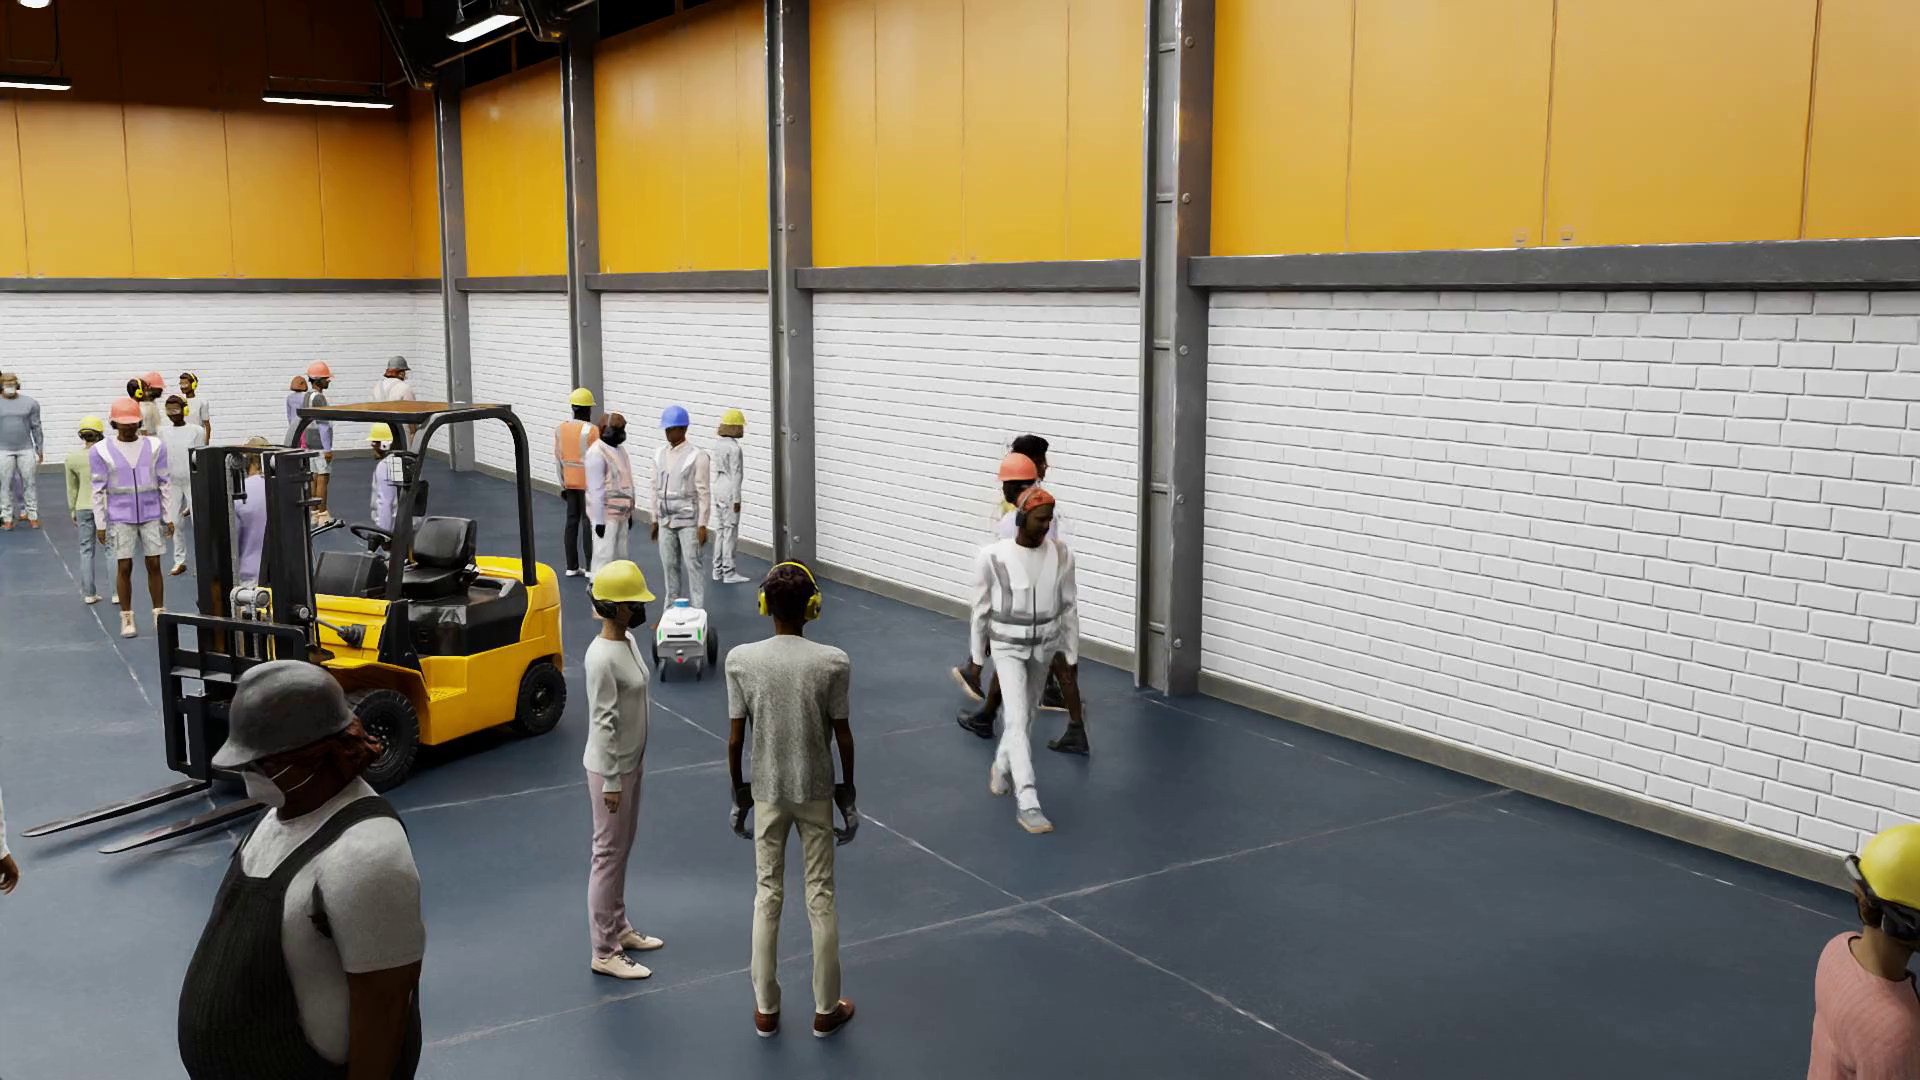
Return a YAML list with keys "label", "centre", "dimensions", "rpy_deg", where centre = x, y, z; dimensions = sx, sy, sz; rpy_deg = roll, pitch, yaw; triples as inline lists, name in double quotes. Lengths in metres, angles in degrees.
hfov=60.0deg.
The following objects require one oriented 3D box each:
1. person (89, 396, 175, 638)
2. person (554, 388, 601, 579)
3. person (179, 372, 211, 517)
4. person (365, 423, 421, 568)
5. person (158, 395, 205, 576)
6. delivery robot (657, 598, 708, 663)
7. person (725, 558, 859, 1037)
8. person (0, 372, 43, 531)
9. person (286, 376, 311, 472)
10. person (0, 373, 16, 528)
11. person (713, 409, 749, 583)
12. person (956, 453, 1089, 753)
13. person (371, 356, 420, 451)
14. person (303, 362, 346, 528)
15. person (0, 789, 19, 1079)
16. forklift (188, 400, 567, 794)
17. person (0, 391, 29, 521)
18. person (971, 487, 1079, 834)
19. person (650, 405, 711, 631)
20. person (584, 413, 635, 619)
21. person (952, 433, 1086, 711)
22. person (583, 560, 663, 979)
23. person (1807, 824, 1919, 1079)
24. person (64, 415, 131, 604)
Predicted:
- label: "person"
  centre: [-6.909, -0.190, 13.929]
  dimensions: [0.613, 2.033, 0.411]
  rpy_deg: [-6, 11, -37]
- label: "person"
  centre: [-3.815, -0.569, 16.820]
  dimensions: [0.593, 1.926, 0.366]
  rpy_deg: [5, 10, 29]
- label: "person"
  centre: [-9.863, -1.213, 21.368]
  dimensions: [0.510, 1.867, 0.329]
  rpy_deg: [3, 9, 18]
- label: "person"
  centre: [-4.826, -0.121, 14.208]
  dimensions: [0.421, 1.819, 0.602]
  rpy_deg: [1, 8, 5]
- label: "person"
  centre: [-7.914, -0.554, 16.957]
  dimensions: [0.511, 1.861, 0.322]
  rpy_deg: [1, 8, 4]
- label: "delivery robot"
  centre: [-2.106, 0.688, 12.634]
  dimensions: [0.477, 0.478, 0.707]
  rpy_deg: [-1, 8, -5]
- label: "person"
  centre: [-0.645, 0.999, 6.445]
  dimensions: [0.513, 1.872, 0.328]
  rpy_deg: [0, 8, 3]
- label: "person"
  centre: [-11.505, -1.074, 20.230]
  dimensions: [0.636, 1.929, 0.380]
  rpy_deg: [-6, 10, -34]
- label: "person"
  centre: [-9.993, -1.676, 25.258]
  dimensions: [0.500, 1.636, 0.281]
  rpy_deg: [4, 9, 26]
- label: "person"
  centre: [-11.829, -1.126, 20.455]
  dimensions: [0.496, 1.958, 0.659]
  rpy_deg: [-1, 9, -8]
- label: "person"
  centre: [-2.276, -0.439, 16.595]
  dimensions: [0.337, 1.734, 0.499]
  rpy_deg: [-5, 10, -32]
- label: "person"
  centre: [0.428, 0.392, 10.513]
  dimensions: [1.013, 1.874, 0.556]
  rpy_deg: [7, 11, 39]
- label: "person"
  centre: [-7.636, -1.499, 22.710]
  dimensions: [0.687, 2.000, 0.535]
  rpy_deg: [5, 10, 28]
- label: "person"
  centre: [-7.850, -1.168, 20.467]
  dimensions: [0.378, 2.044, 0.608]
  rpy_deg: [-6, 10, -36]
- label: "person"
  centre: [-3.500, 1.079, 5.678]
  dimensions: [0.359, 1.939, 0.543]
  rpy_deg: [4, 10, 28]
- label: "forklift"
  centre: [-3.529, 0.258, 10.348]
  dimensions: [1.214, 2.155, 2.313]
  rpy_deg: [4, 9, 25]
- label: "person"
  centre: [-12.098, -1.164, 21.021]
  dimensions: [0.648, 1.881, 0.451]
  rpy_deg: [0, 8, -2]
- label: "person"
  centre: [0.353, 0.607, 9.231]
  dimensions: [0.591, 1.839, 0.995]
  rpy_deg: [-3, 9, -19]
- label: "person"
  centre: [-2.371, -0.171, 14.065]
  dimensions: [0.607, 1.946, 0.391]
  rpy_deg: [5, 10, 31]
- label: "person"
  centre: [-3.103, -0.212, 14.781]
  dimensions: [0.432, 1.832, 0.630]
  rpy_deg: [1, 9, 9]
- label: "person"
  centre: [0.394, 0.217, 11.504]
  dimensions: [0.909, 1.939, 0.612]
  rpy_deg: [1, 9, 8]
- label: "person"
  centre: [-1.429, 0.958, 7.068]
  dimensions: [0.315, 1.767, 0.535]
  rpy_deg: [0, 8, 0]
- label: "person"
  centre: [2.017, 1.469, 3.677]
  dimensions: [0.342, 1.754, 0.531]
  rpy_deg: [2, 9, 15]
- label: "person"
  centre: [-7.989, -0.276, 15.417]
  dimensions: [0.527, 1.761, 0.334]
  rpy_deg: [0, 8, -2]
